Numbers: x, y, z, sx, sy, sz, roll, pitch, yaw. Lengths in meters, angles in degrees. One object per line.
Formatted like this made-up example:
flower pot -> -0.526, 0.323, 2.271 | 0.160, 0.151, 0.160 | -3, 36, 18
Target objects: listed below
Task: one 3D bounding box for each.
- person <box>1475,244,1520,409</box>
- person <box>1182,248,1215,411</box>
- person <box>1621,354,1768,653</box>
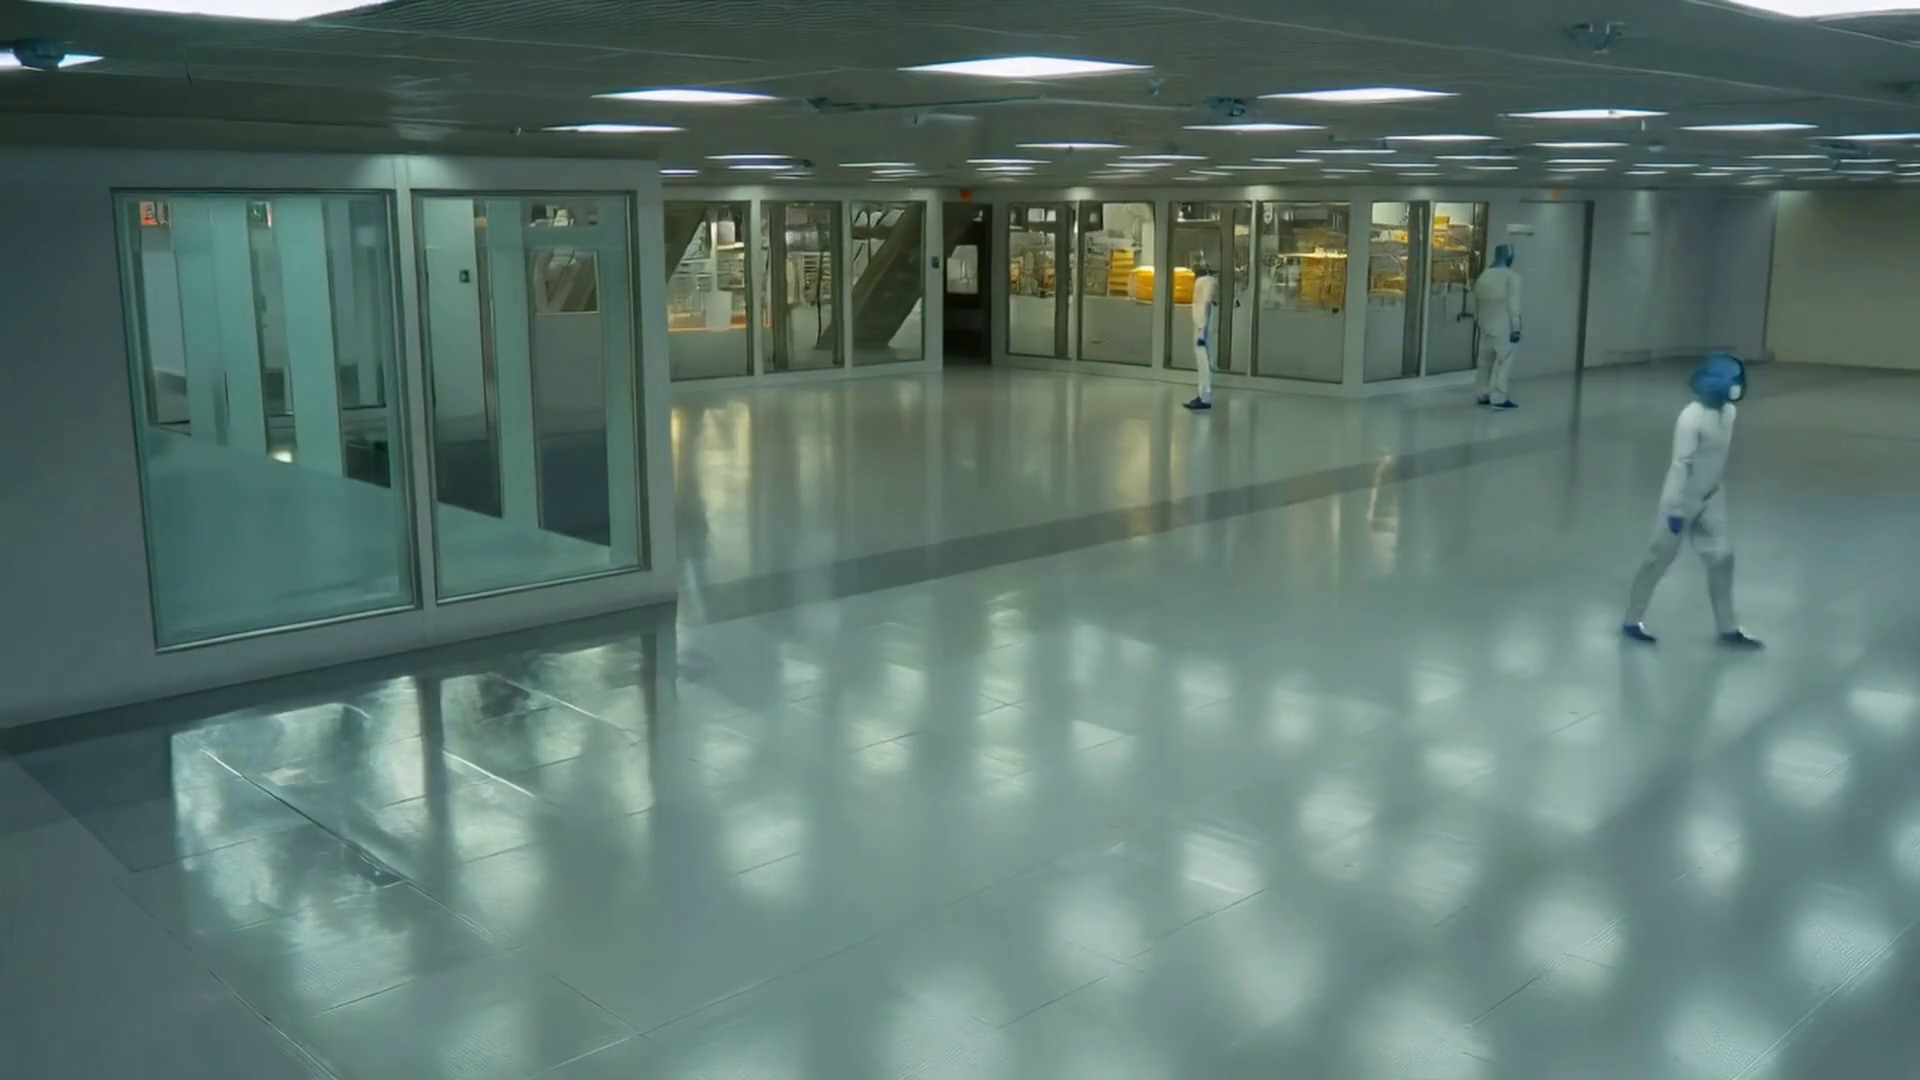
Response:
person -> 6.299, -2.484, 19.412 | 0.408, 1.907, 0.638 | -5, 12, -23
person -> 2.769, -2.429, 19.231 | 0.317, 1.870, 0.531 | 0, 11, 0
person -> 3.878, -0.184, 8.712 | 0.509, 1.581, 0.789 | -8, 14, -34
